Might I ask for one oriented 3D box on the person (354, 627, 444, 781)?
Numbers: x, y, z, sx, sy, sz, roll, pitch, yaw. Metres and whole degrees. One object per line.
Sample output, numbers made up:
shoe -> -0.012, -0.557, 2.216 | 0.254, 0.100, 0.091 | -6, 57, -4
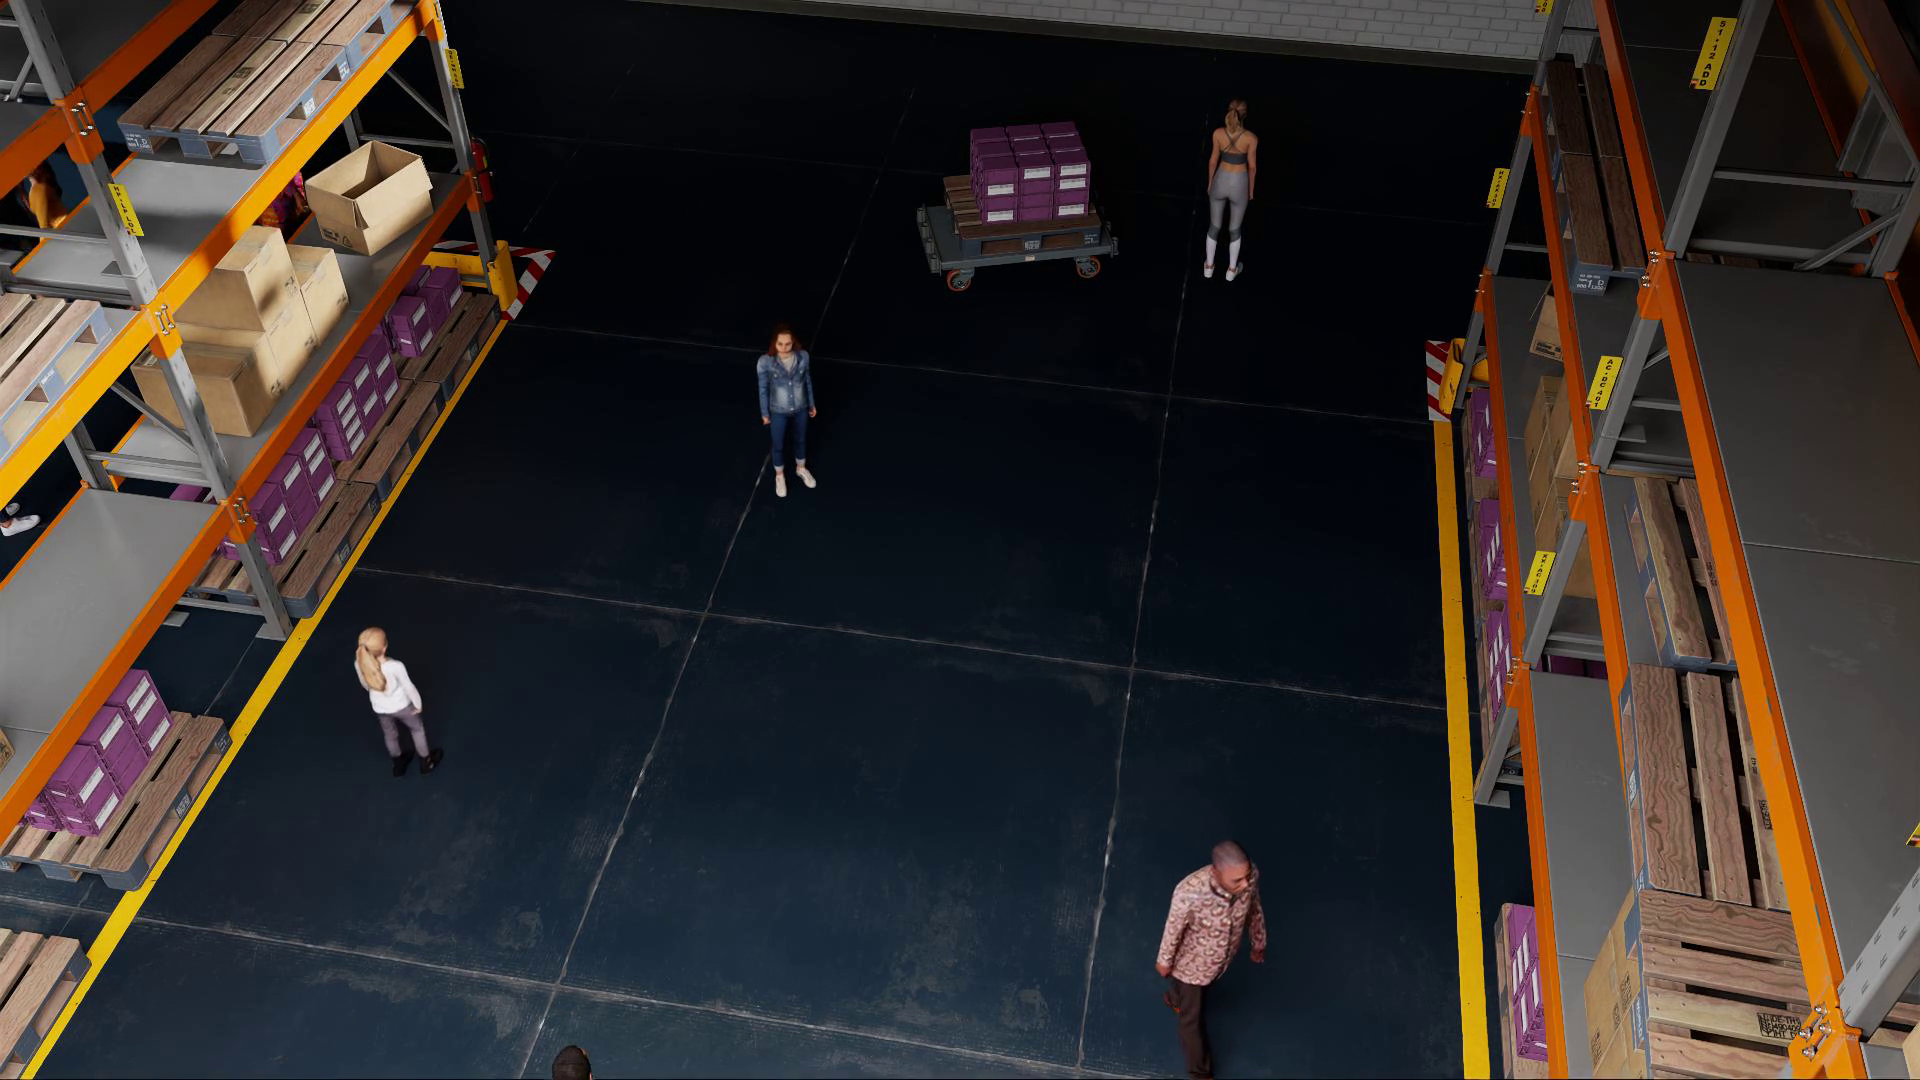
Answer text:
person -> -3.506, 1.016, 10.198 | 0.500, 1.277, 0.532 | 5, 44, 5

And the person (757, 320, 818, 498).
person -> -1.260, -0.985, 12.152 | 0.641, 1.477, 0.661 | -16, 46, -16

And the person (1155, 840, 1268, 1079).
person -> 1.245, 2.084, 8.710 | 1.070, 1.782, 1.148 | -22, 48, -21

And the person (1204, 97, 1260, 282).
person -> 2.283, -2.971, 14.073 | 0.589, 1.704, 0.590 | 13, 45, 14

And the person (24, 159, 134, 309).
person -> -7.144, -2.440, 13.529 | 1.162, 1.686, 1.194 | -22, 48, -22
